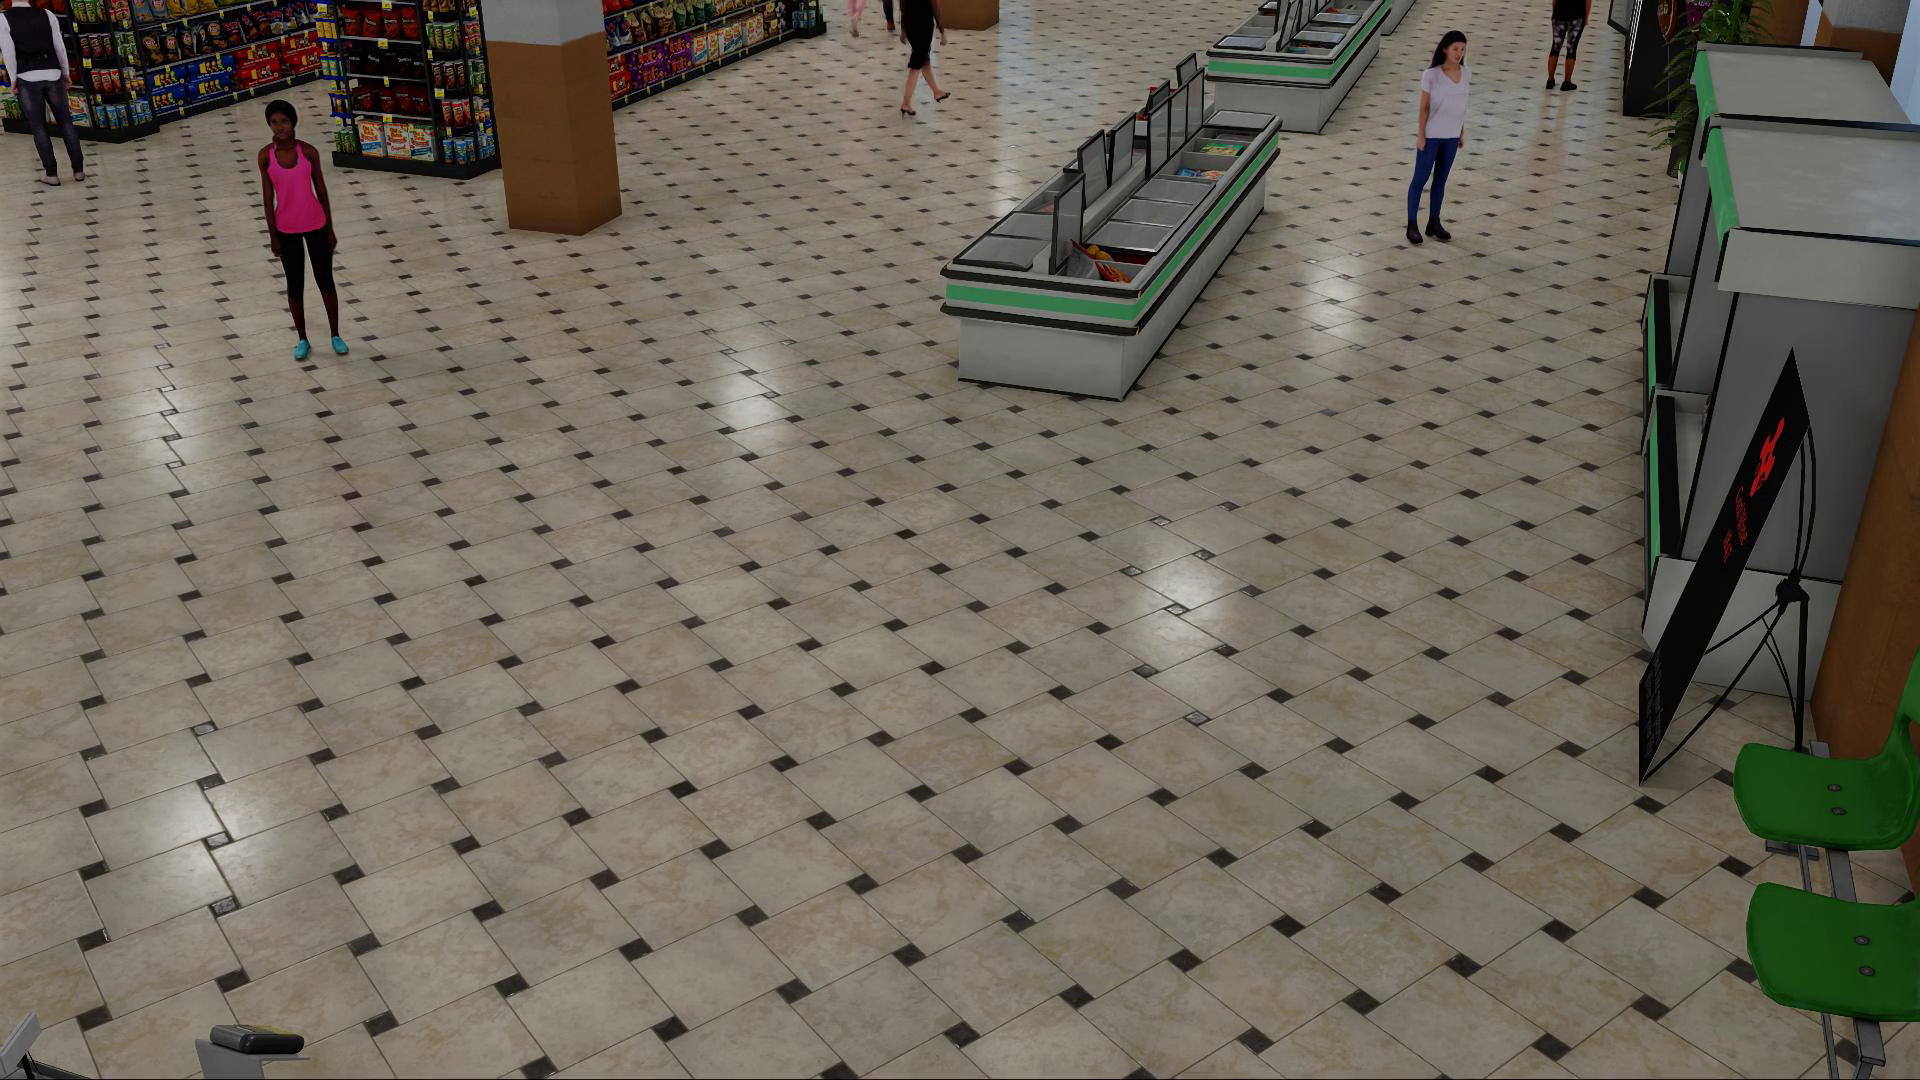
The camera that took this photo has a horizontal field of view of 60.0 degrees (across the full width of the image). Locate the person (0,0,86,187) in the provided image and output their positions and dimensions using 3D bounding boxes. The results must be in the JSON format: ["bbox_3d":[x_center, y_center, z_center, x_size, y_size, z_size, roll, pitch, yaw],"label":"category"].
[{"bbox_3d":[-8.346,-4.154,15.081,0.693,1.823,0.836,-23,35,-38],"label":"person"}]

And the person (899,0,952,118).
[{"bbox_3d":[-0.485,-5.288,17.449,0.912,1.705,1.130,24,36,39],"label":"person"}]

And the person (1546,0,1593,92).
[{"bbox_3d":[6.884,-5.943,18.791,0.643,1.658,0.620,21,34,35],"label":"person"}]

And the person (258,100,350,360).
[{"bbox_3d":[-4.380,-2.066,11.074,0.668,1.723,0.721,-10,29,-19],"label":"person"}]

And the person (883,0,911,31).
[{"bbox_3d":[-0.911,-7.638,21.985,1.035,1.793,1.237,-4,27,-8],"label":"person"}]

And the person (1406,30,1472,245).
[{"bbox_3d":[3.868,-3.251,13.456,0.675,1.683,0.725,-10,29,-19],"label":"person"}]
